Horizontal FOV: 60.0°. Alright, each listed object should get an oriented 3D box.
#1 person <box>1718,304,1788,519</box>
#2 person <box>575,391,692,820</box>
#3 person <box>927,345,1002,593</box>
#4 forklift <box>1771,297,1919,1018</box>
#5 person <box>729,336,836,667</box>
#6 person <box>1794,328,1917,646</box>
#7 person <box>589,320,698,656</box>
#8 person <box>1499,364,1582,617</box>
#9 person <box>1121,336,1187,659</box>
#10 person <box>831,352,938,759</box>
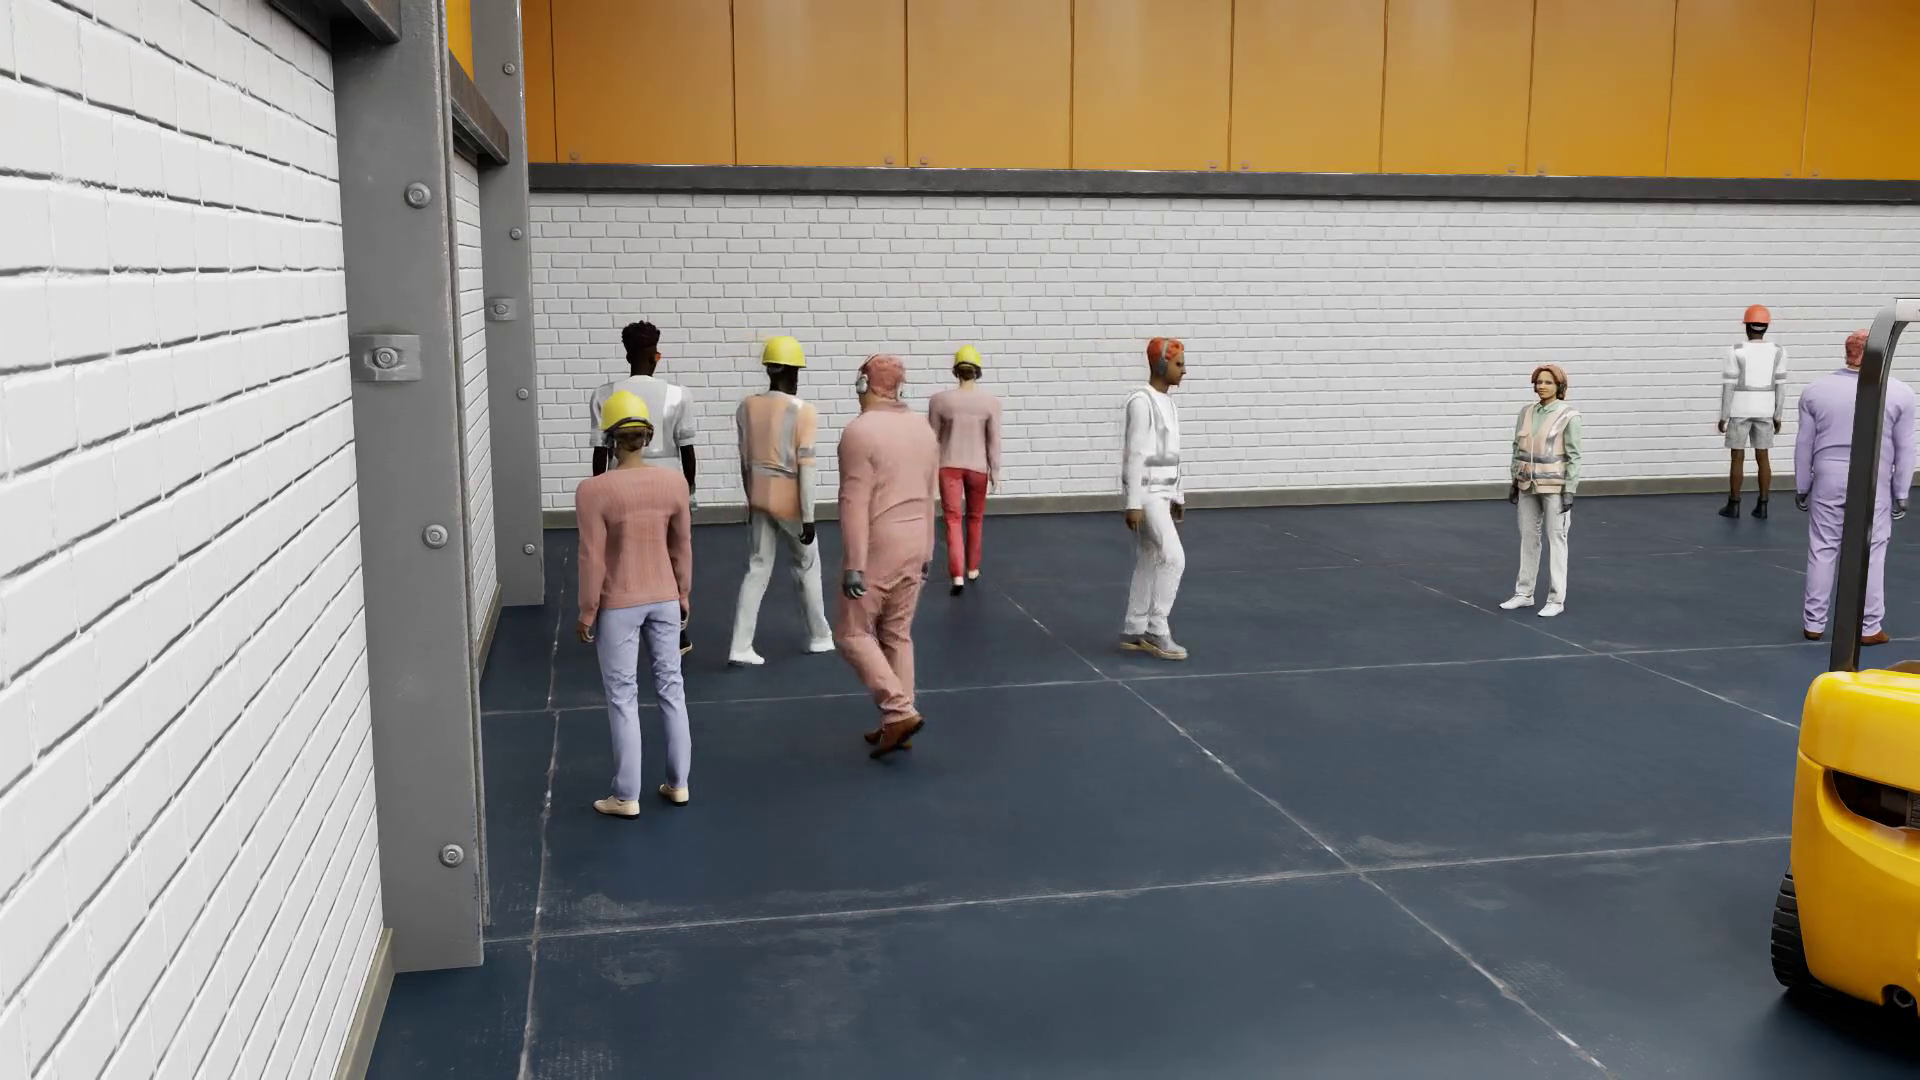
[{"bbox_3d":[7.148,-1.157,15.045,0.551,1.935,0.372,1,9,5],"label":"person"},{"bbox_3d":[-1.354,0.267,6.892,0.533,1.765,0.326,-8,12,-40],"label":"person"},{"bbox_3d":[0.027,-0.504,11.710,0.531,1.724,0.894,0,9,-3],"label":"person"},{"bbox_3d":[3.542,0.334,5.177,2.313,2.155,1.214,-9,13,-43],"label":"forklift"},{"bbox_3d":[-1.025,-0.222,9.514,0.600,1.887,0.901,6,11,32],"label":"person"},{"bbox_3d":[5.390,-0.318,10.037,0.644,1.903,0.400,7,12,38],"label":"person"},{"bbox_3d":[-1.829,-0.288,9.663,0.610,1.963,0.366,-1,9,-8],"label":"person"},{"bbox_3d":[3.810,-0.326,10.865,0.306,1.645,0.523,-5,11,-30],"label":"person"},{"bbox_3d":[1.203,-0.239,9.662,0.591,1.862,0.609,4,10,24],"label":"person"},{"bbox_3d":[-0.328,0.071,7.763,0.508,1.876,0.697,7,11,35],"label":"person"}]
